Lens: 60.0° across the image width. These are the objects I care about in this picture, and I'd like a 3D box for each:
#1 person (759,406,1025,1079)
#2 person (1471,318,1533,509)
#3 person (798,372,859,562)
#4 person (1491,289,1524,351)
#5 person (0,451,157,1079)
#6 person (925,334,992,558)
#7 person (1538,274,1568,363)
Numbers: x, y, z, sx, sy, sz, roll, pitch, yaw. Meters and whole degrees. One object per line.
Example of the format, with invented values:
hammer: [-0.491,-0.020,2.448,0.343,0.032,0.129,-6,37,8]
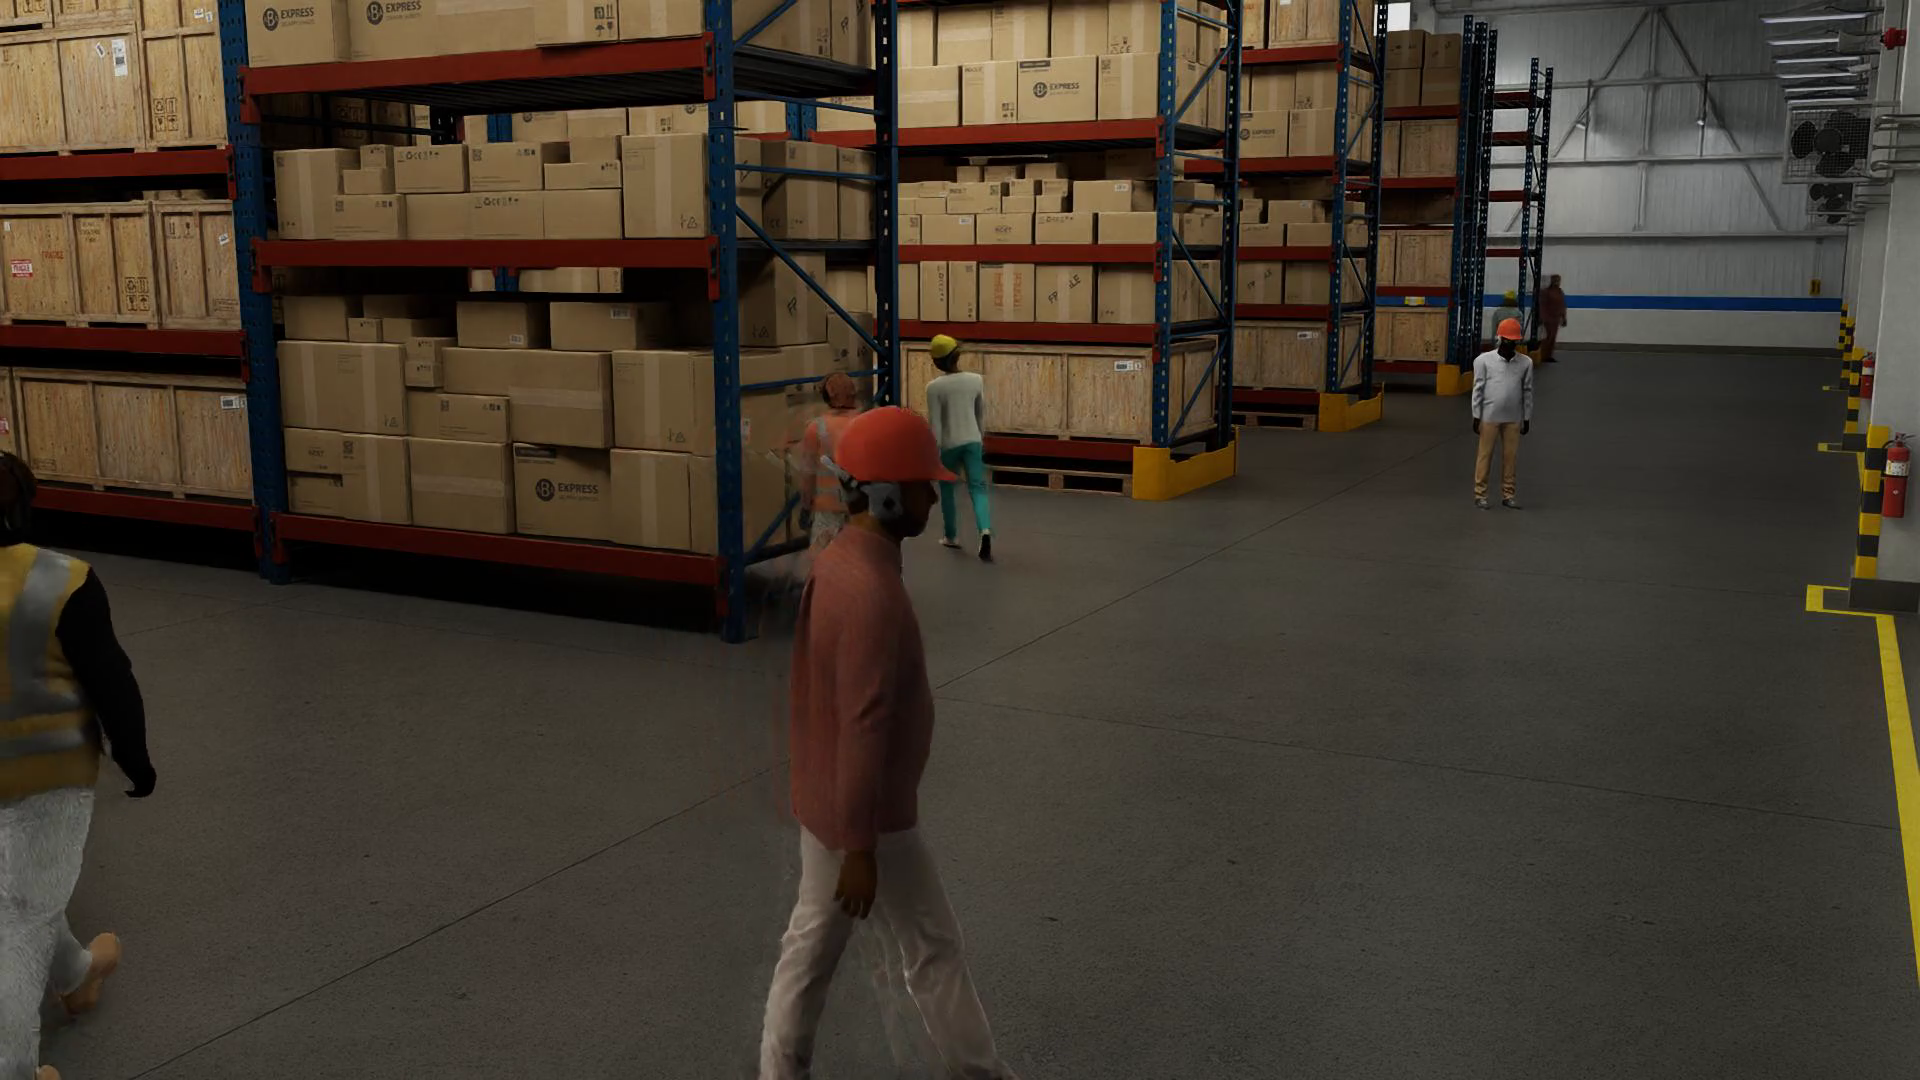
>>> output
person: [-0.101,0.643,4.192,0.961,1.951,0.653,-3,10,-14]
person: [4.939,-1.140,15.138,0.564,1.743,0.349,0,10,-1]
person: [-0.714,-0.183,9.919,0.528,1.630,0.315,-6,12,-33]
person: [9.074,-3.291,27.603,0.510,1.730,0.418,5,11,25]
person: [-2.621,0.637,4.704,0.633,1.788,0.978,0,10,0]
person: [-0.004,-0.734,12.850,0.538,1.715,0.844,-3,10,-19]
person: [12.648,-4.705,35.377,0.793,1.872,0.629,-6,12,-32]
